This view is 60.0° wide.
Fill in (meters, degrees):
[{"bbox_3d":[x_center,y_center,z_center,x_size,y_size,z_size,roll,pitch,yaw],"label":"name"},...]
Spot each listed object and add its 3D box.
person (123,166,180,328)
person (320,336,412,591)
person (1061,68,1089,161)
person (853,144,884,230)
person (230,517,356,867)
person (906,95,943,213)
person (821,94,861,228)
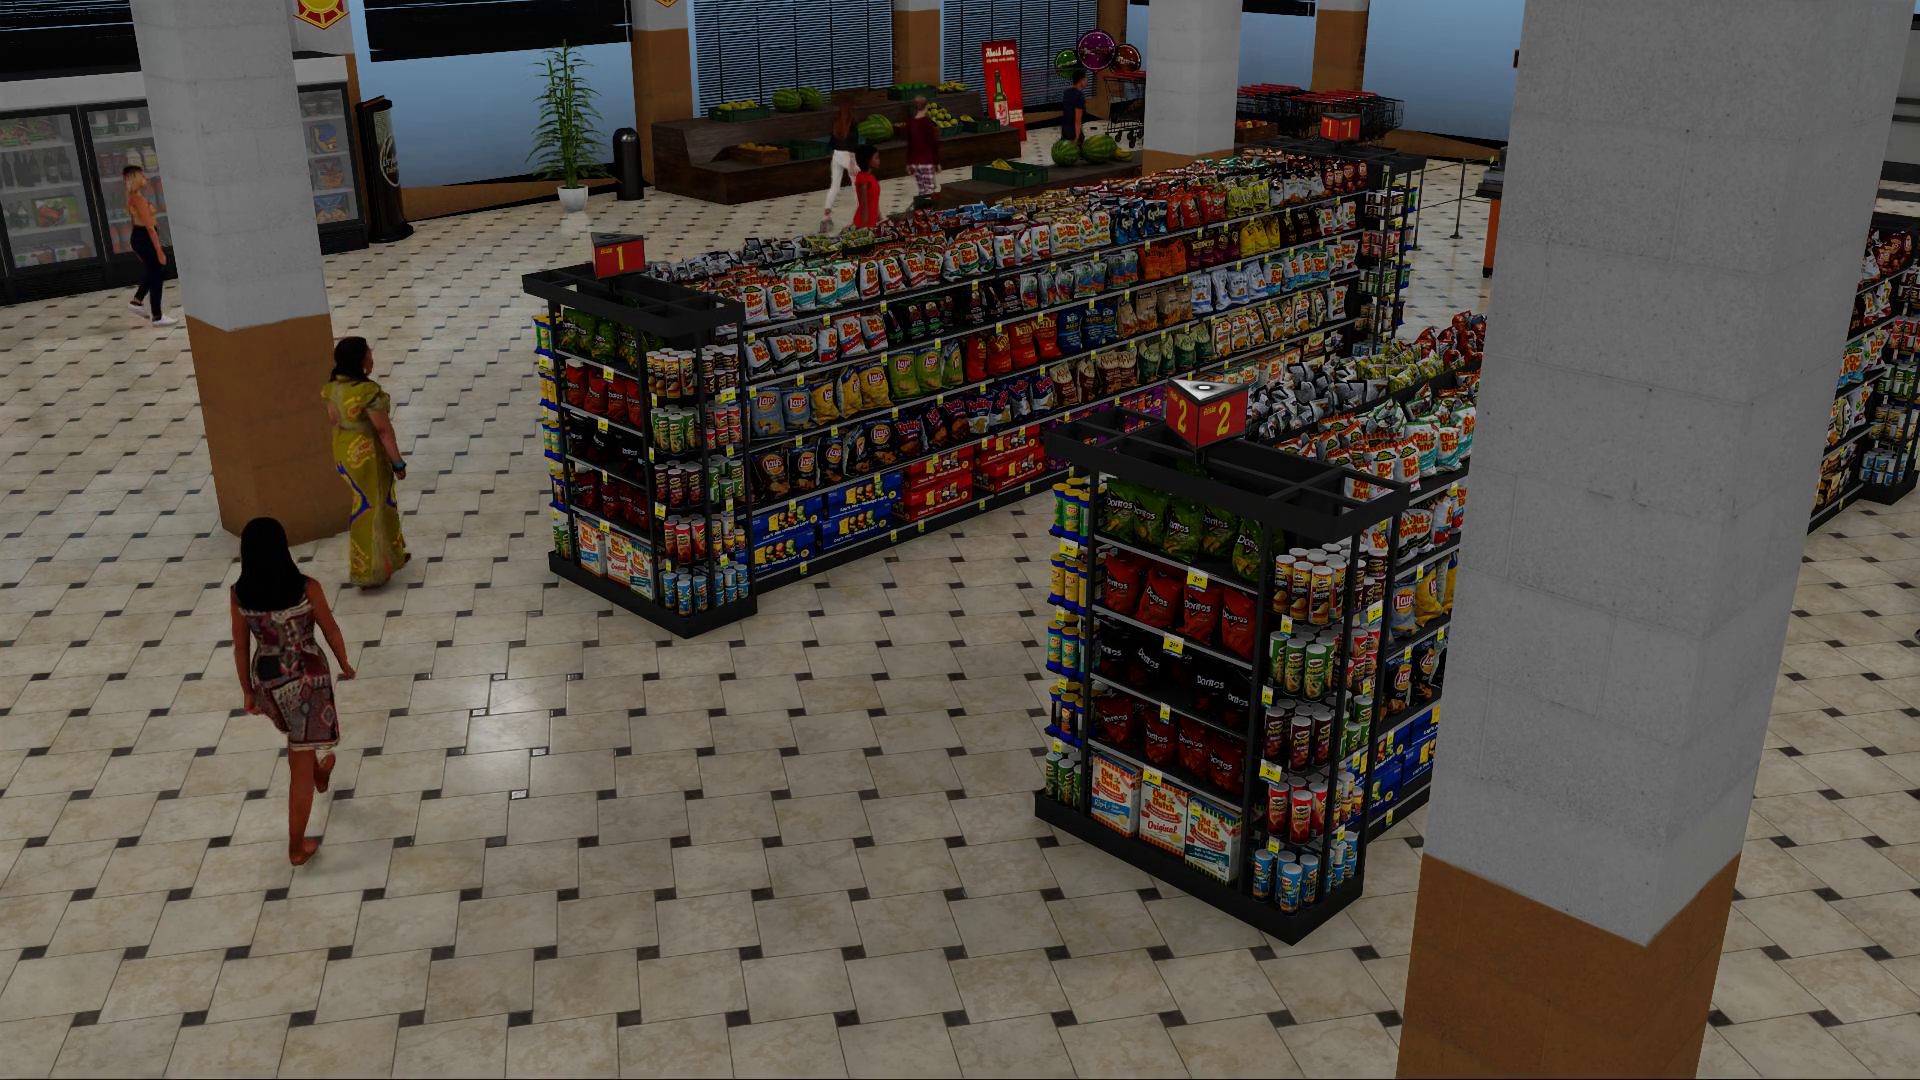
[{"bbox_3d":[-8.254,-2.926,16.713,0.739,1.617,0.646,-14,26,-31],"label":"person"},{"bbox_3d":[-3.839,-0.460,10.544,0.835,1.641,0.869,15,27,33],"label":"person"},{"bbox_3d":[1.513,-5.740,23.528,0.945,1.758,0.765,-15,26,-33],"label":"person"},{"bbox_3d":[-1.037,-3.226,17.304,0.798,1.734,0.729,2,22,5],"label":"person"},{"bbox_3d":[-3.093,0.722,7.663,1.114,1.596,1.160,-1,22,-1],"label":"person"},{"bbox_3d":[-0.510,-4.844,21.403,0.707,1.680,0.917,14,26,31],"label":"person"},{"bbox_3d":[-1.549,-4.833,21.464,0.812,1.614,1.214,12,25,27],"label":"person"}]
